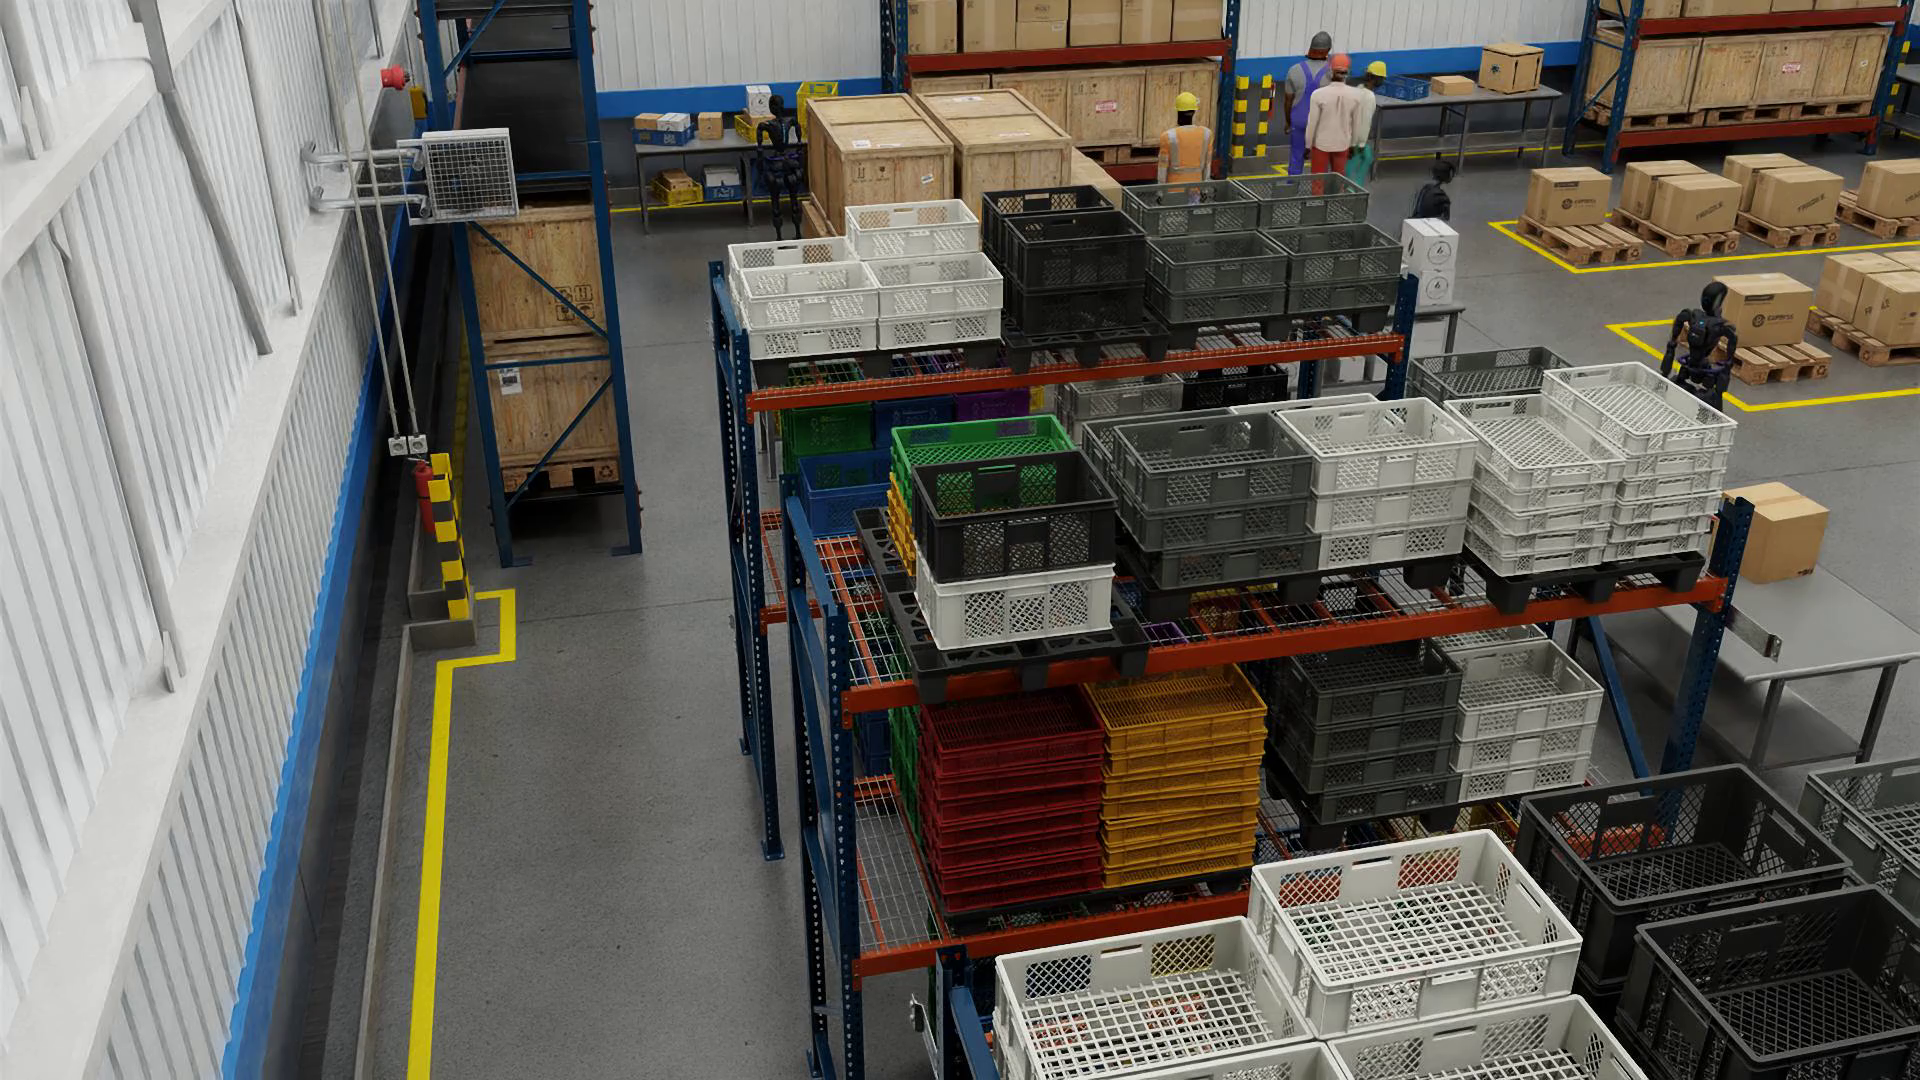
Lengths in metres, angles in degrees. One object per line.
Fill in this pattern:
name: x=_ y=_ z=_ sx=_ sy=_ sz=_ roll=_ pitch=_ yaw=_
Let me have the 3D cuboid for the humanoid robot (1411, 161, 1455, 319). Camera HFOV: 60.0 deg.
humanoid robot: x=4.419 y=-2.830 z=15.962 sx=0.791 sy=1.621 sz=0.579 roll=-4 pitch=28 yaw=-7

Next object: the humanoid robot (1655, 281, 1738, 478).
humanoid robot: x=5.659 y=-1.200 z=12.811 sx=0.310 sy=1.654 sz=0.561 roll=-17 pitch=32 yaw=-29

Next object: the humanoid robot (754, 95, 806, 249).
humanoid robot: x=-1.961 y=-4.036 z=18.182 sx=0.601 sy=1.653 sz=0.328 roll=-15 pitch=31 yaw=-27

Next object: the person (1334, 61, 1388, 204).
person: x=4.664 y=-4.730 z=19.463 sx=0.637 sy=1.709 sz=0.543 roll=-1 pitch=28 yaw=-3

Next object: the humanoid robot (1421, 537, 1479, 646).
humanoid robot: x=3.118 y=-0.034 z=10.586 sx=0.605 sy=1.657 sz=0.316 roll=-23 pitch=36 yaw=-37

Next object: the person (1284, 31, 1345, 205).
person: x=4.138 y=-4.920 z=19.483 sx=0.684 sy=2.000 sz=0.536 roll=10 pitch=29 yaw=18

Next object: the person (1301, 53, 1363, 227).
person: x=4.150 y=-4.408 z=18.586 sx=0.642 sy=1.976 sz=0.407 roll=-5 pitch=28 yaw=-9

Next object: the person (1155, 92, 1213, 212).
person: x=2.297 y=-3.657 z=17.221 sx=0.586 sy=1.919 sz=0.398 roll=-9 pitch=29 yaw=-16
